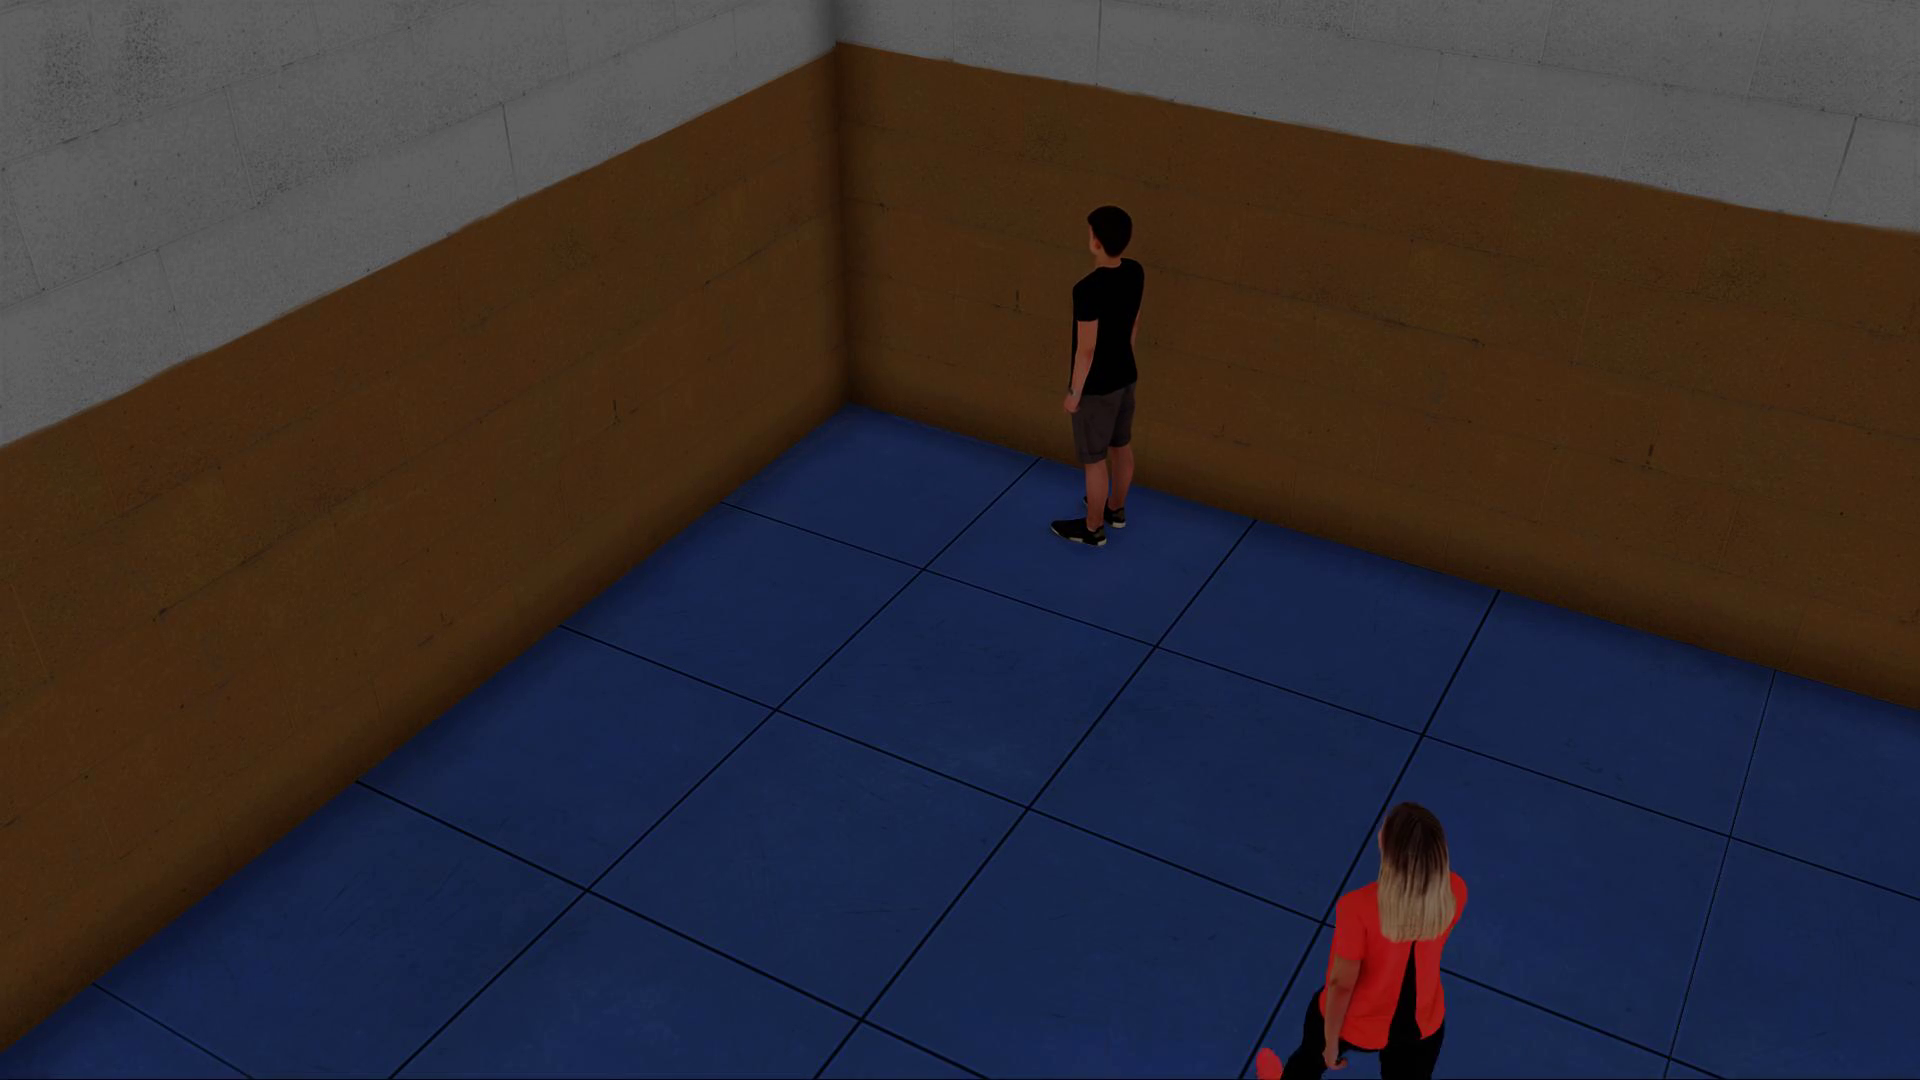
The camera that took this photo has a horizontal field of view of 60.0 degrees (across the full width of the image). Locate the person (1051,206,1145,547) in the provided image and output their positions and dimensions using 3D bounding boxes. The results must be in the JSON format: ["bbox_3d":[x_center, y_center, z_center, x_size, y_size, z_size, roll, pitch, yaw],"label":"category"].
[{"bbox_3d":[0.743,-0.824,8.514,0.778,1.861,0.596,26,41,33],"label":"person"}]

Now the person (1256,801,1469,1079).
[{"bbox_3d":[1.337,1.556,5.122,1.003,1.655,1.093,-6,34,-8],"label":"person"}]
